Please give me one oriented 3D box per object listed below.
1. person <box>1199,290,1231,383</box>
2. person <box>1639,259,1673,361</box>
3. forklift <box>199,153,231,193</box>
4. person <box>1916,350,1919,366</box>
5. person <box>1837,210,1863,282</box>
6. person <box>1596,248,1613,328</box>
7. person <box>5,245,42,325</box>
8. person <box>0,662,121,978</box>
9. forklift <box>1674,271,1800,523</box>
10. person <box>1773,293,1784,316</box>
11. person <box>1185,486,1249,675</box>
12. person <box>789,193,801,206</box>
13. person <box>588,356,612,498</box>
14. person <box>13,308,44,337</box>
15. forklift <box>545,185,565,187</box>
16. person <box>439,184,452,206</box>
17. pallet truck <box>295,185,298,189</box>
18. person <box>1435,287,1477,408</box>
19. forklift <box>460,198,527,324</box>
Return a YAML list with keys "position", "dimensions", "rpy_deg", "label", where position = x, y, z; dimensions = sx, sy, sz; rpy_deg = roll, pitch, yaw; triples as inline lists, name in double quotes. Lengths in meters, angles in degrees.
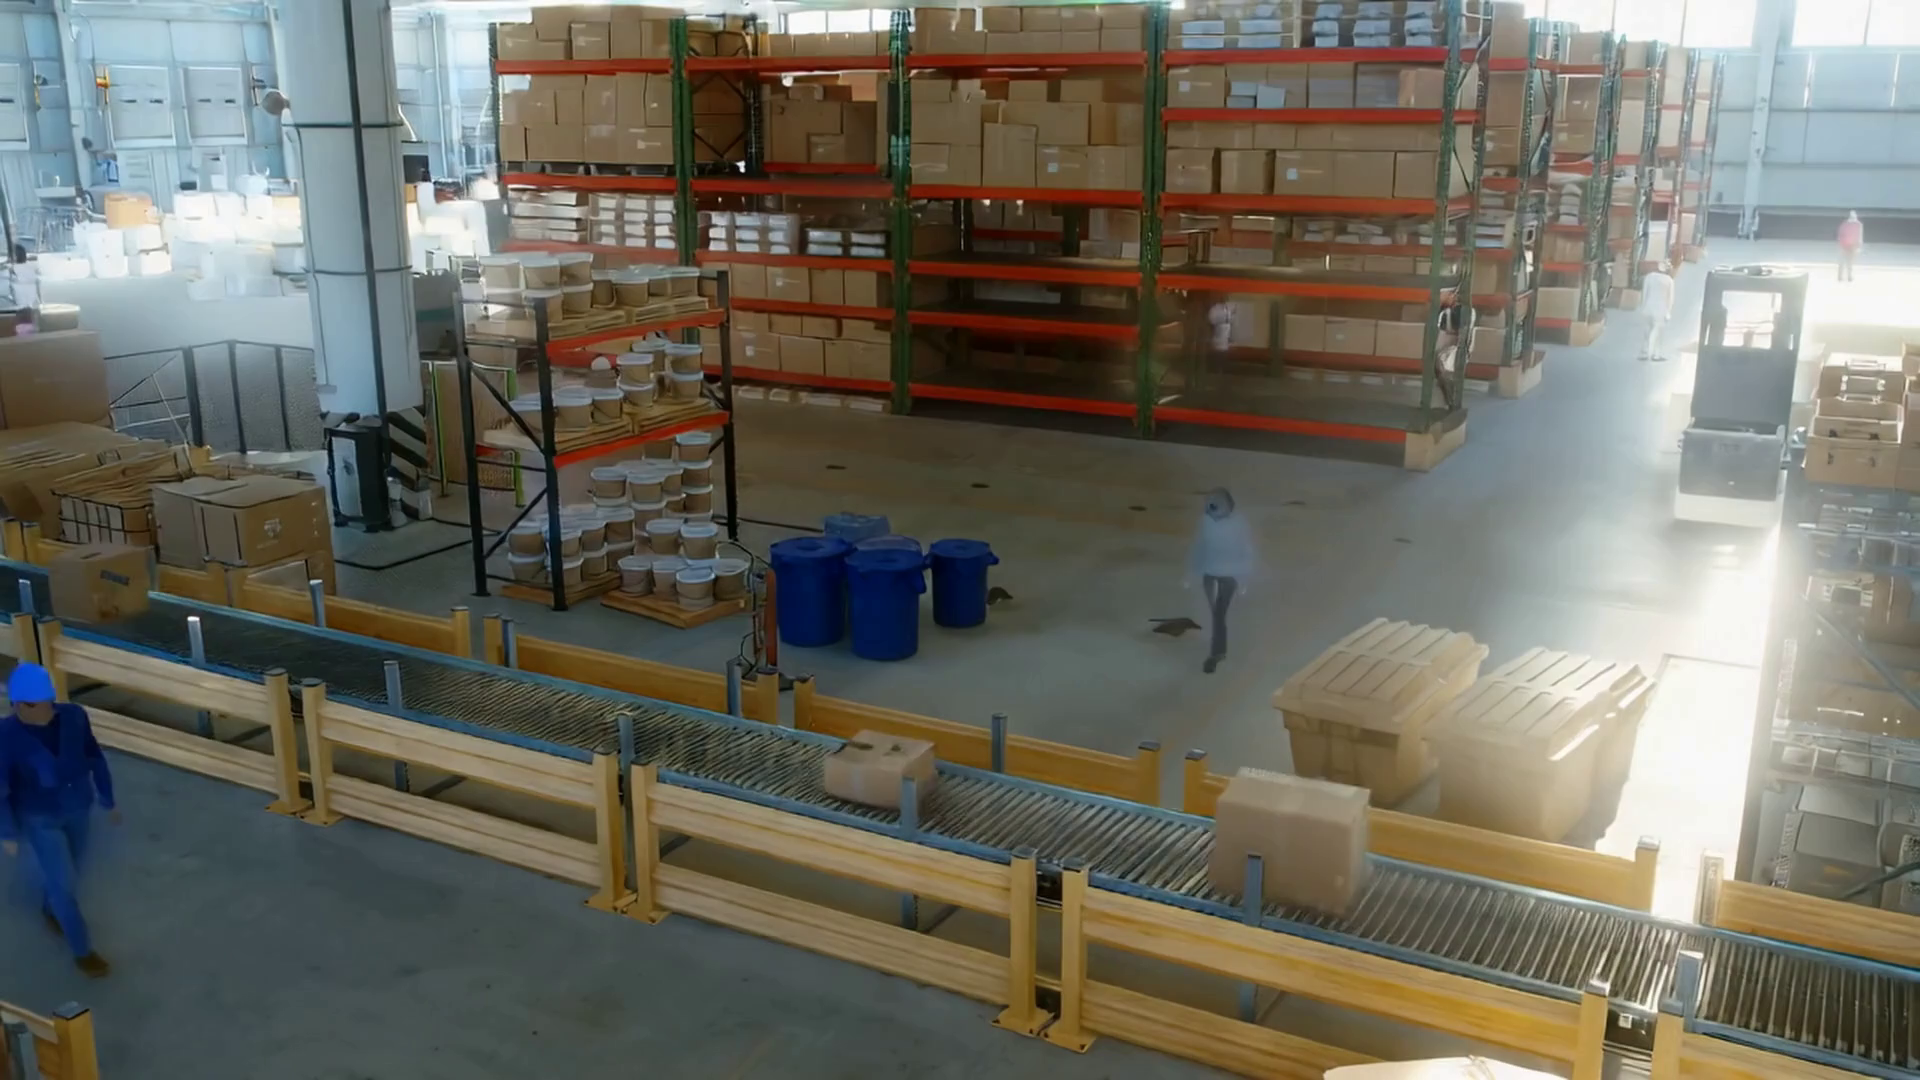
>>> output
- position: [4.438, -3.582, 28.859]
  dimensions: [0.602, 1.676, 0.532]
  rpy_deg: [9, 17, 30]
  label: "person"
- position: [13.074, -4.301, 31.156]
  dimensions: [0.399, 1.900, 0.645]
  rpy_deg: [-7, 17, -26]
  label: "person"
- position: [-27.440, -12.865, 61.464]
  dimensions: [1.873, 2.768, 1.129]
  rpy_deg: [8, 17, 28]
  label: "forklift"
- position: [17.337, -3.822, 29.531]
  dimensions: [0.638, 1.794, 0.915]
  rpy_deg: [-12, 19, -38]
  label: "person"
- position: [23.859, -7.882, 44.639]
  dimensions: [0.652, 1.891, 0.585]
  rpy_deg: [4, 15, 13]
  label: "person"
- position: [13.817, -5.408, 35.693]
  dimensions: [0.320, 1.698, 0.531]
  rpy_deg: [8, 17, 27]
  label: "person"
- position: [-18.852, -4.969, 33.531]
  dimensions: [0.361, 1.963, 0.613]
  rpy_deg: [12, 19, 38]
  label: "person"
- position: [-5.168, 1.523, 9.454]
  dimensions: [0.903, 1.799, 0.583]
  rpy_deg: [9, 17, 31]
  label: "person"
- position: [9.269, -1.763, 19.726]
  dimensions: [1.129, 2.768, 1.873]
  rpy_deg: [8, 17, 27]
  label: "forklift"
- position: [15.502, -4.213, 31.345]
  dimensions: [0.284, 1.624, 0.494]
  rpy_deg: [0, 15, 1]
  label: "person"
- position: [2.160, 0.340, 14.245]
  dimensions: [0.524, 1.609, 0.704]
  rpy_deg: [12, 19, 38]
  label: "person"
- position: [-5.325, -10.315, 53.681]
  dimensions: [0.360, 1.935, 0.552]
  rpy_deg: [-14, 20, -42]
  label: "person"
- position: [-4.398, -1.387, 20.453]
  dimensions: [0.320, 1.767, 0.531]
  rpy_deg: [1, 15, 3]
  label: "person"
- position: [-14.581, -2.851, 26.235]
  dimensions: [0.542, 1.617, 0.602]
  rpy_deg: [2, 15, 6]
  label: "person"
- position: [-15.579, -13.559, 64.071]
  dimensions: [1.873, 2.768, 1.129]
  rpy_deg: [6, 16, 22]
  label: "forklift"
- position: [-19.399, -12.600, 62.809]
  dimensions: [0.532, 1.657, 0.868]
  rpy_deg: [8, 17, 26]
  label: "person"
- position: [-26.804, -14.617, 69.738]
  dimensions: [1.885, 1.965, 0.823]
  rpy_deg: [-14, 20, -42]
  label: "pallet truck"
- position: [7.741, -3.011, 26.022]
  dimensions: [0.613, 2.043, 0.374]
  rpy_deg: [-1, 15, -2]
  label: "person"
- position: [-9.306, -5.622, 34.234]
  dimensions: [1.873, 2.768, 1.129]
  rpy_deg: [8, 17, 28]
  label: "forklift"
